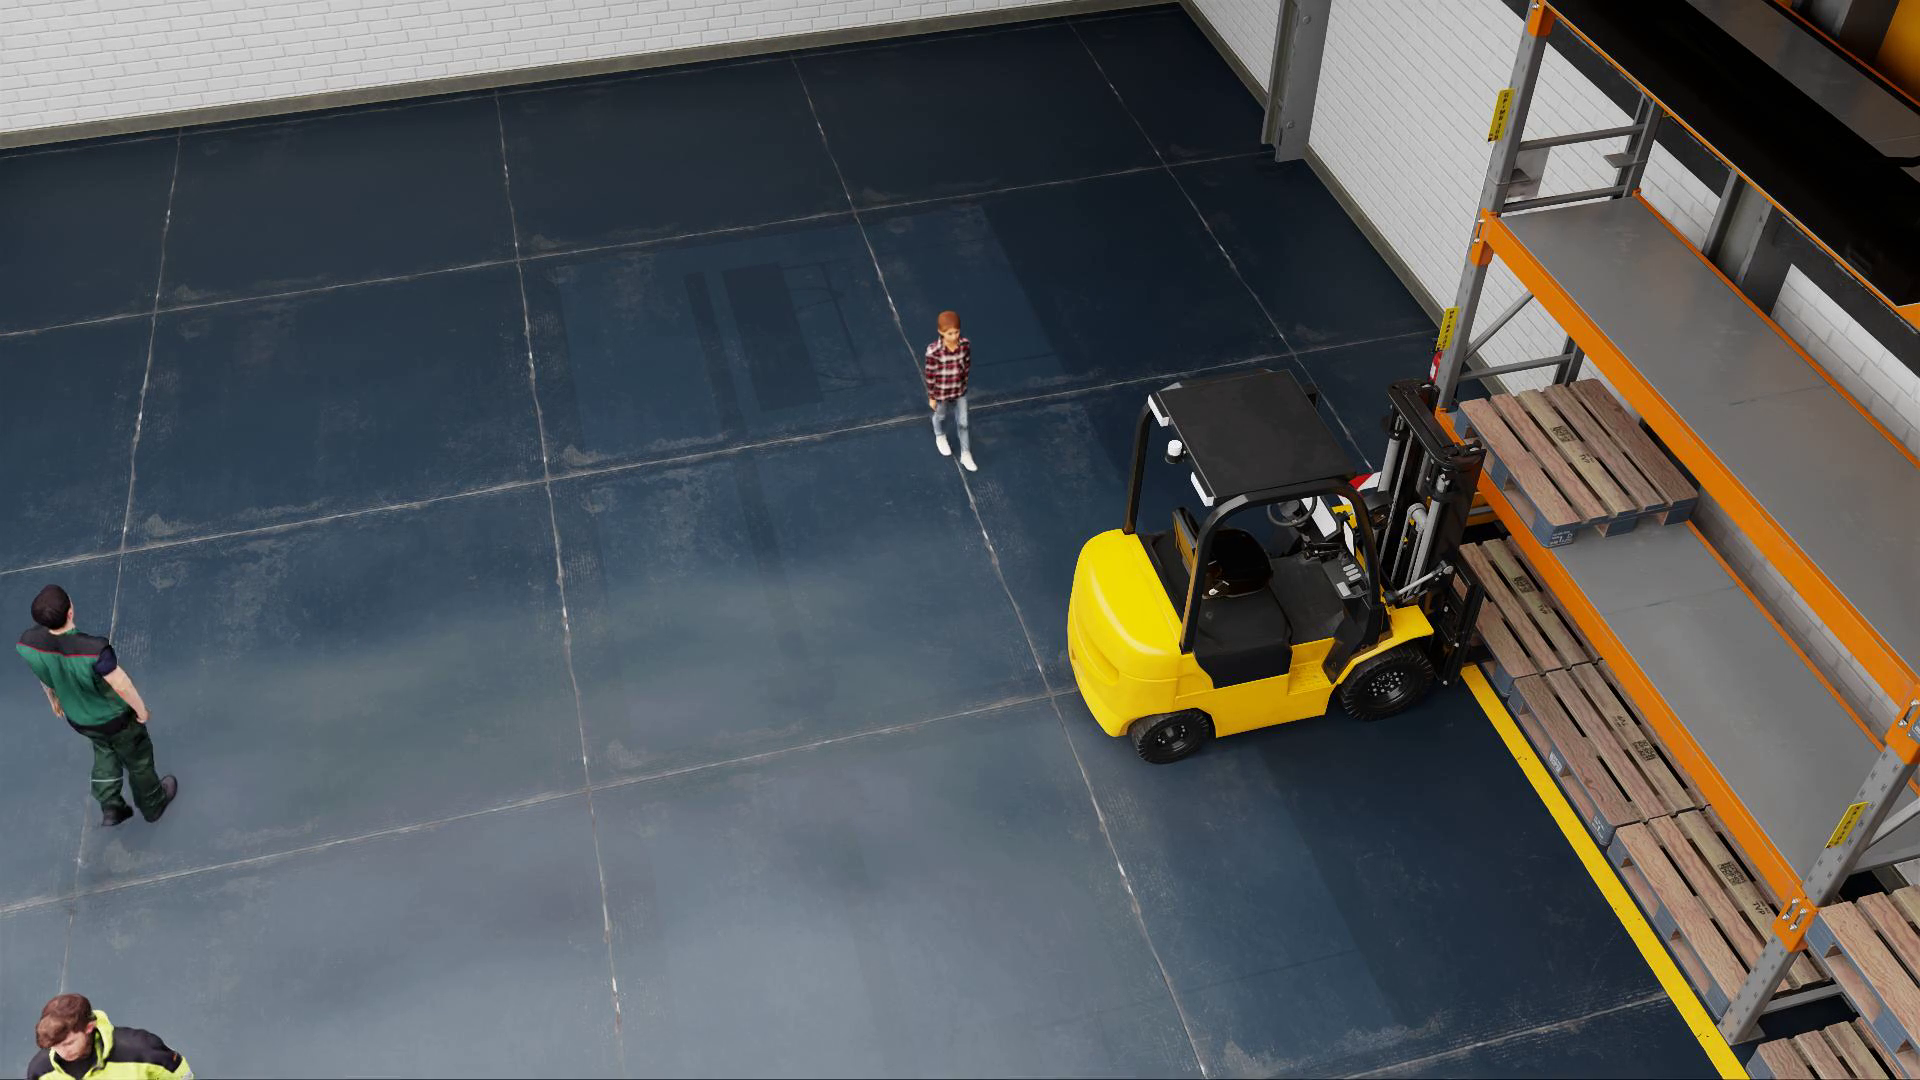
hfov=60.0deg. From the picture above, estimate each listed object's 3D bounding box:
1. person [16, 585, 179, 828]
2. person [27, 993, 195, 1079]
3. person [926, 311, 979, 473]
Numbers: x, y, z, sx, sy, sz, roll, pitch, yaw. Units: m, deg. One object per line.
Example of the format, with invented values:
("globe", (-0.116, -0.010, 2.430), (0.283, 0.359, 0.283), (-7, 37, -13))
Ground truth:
("person", (-4.953, 1.027, 9.492), (0.863, 1.892, 0.916), (6, 44, 6))
("person", (-3.801, 2.672, 7.701), (0.763, 1.981, 0.619), (-9, 44, -10))
("person", (-0.113, -1.158, 12.223), (0.564, 1.289, 0.758), (-14, 45, -14))
